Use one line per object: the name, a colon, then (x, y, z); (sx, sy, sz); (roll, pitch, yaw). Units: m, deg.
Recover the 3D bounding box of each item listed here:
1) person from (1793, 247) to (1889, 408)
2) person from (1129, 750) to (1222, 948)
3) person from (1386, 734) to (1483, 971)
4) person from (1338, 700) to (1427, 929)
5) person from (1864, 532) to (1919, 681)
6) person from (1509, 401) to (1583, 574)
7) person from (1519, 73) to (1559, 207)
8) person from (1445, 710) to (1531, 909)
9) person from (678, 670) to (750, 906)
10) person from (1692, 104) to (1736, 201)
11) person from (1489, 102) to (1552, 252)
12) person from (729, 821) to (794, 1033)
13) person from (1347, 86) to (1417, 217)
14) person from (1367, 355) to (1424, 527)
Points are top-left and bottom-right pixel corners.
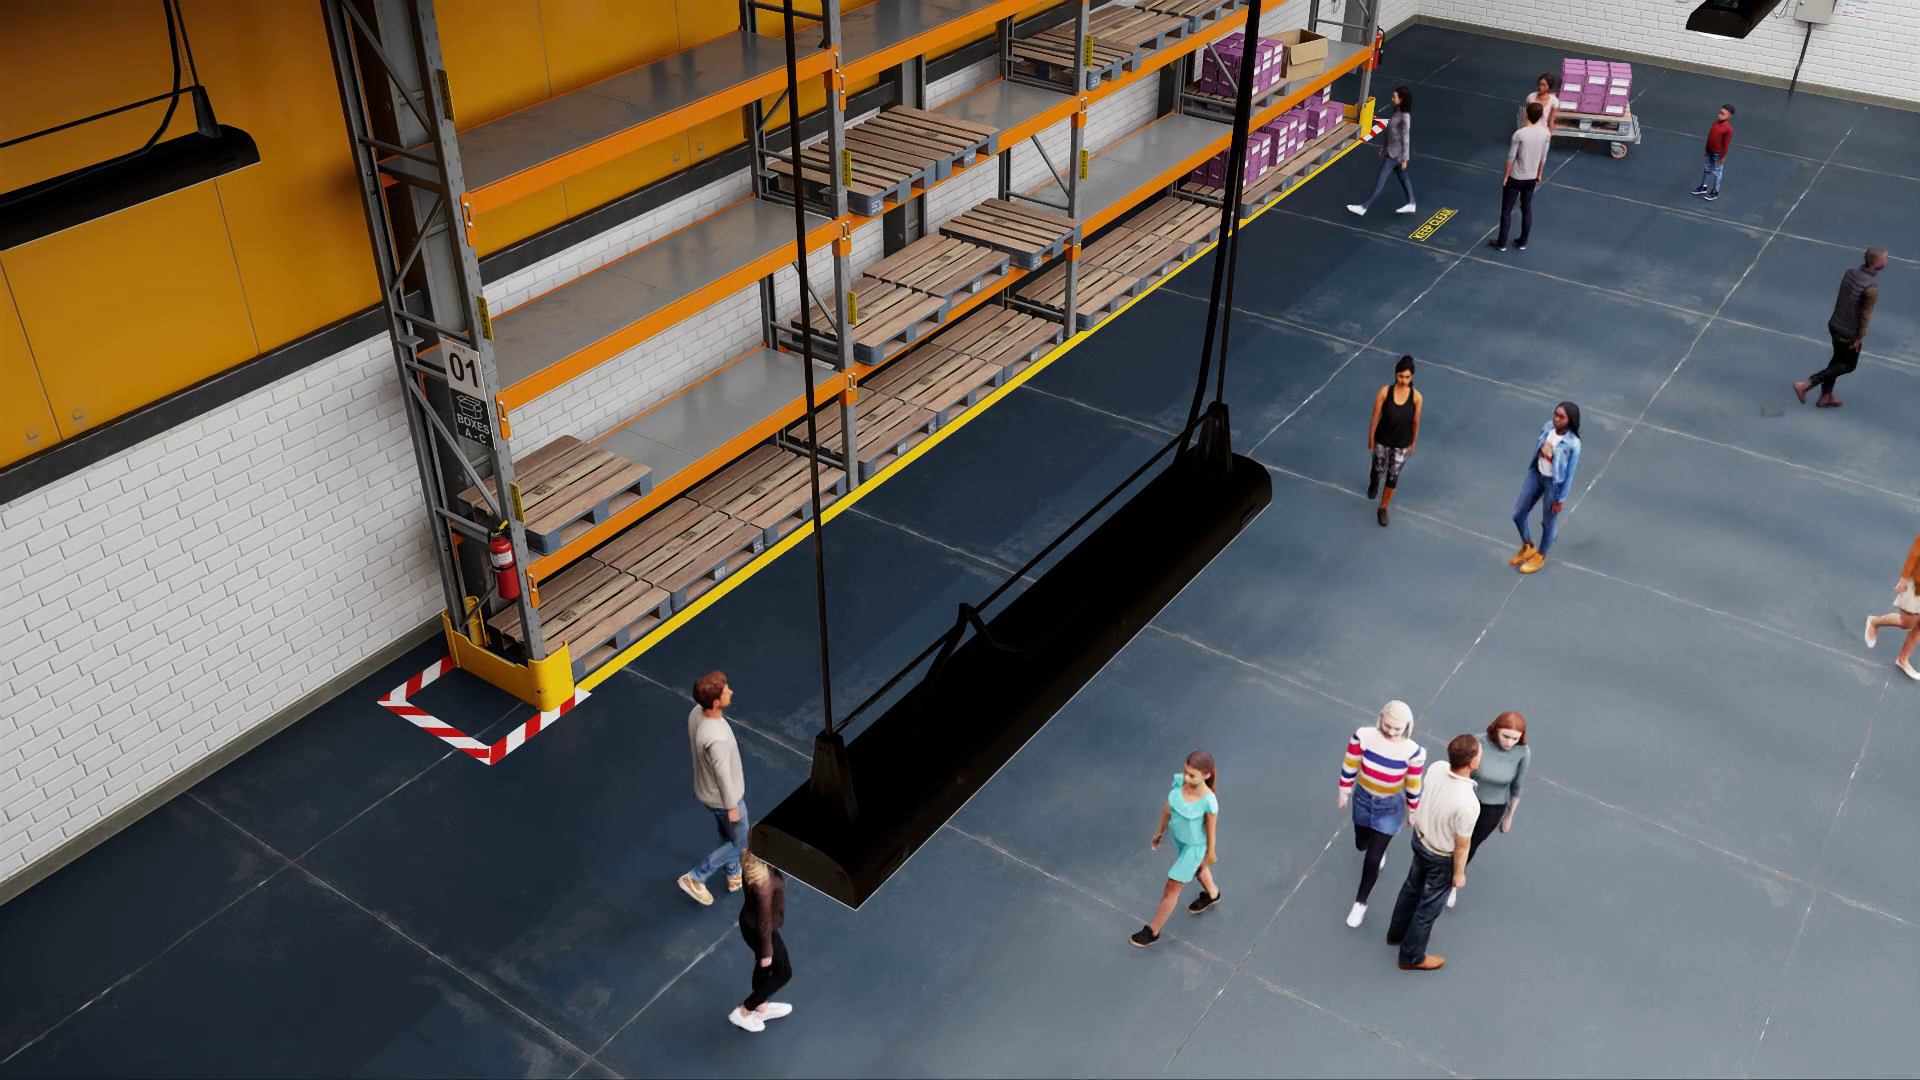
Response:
person: (8.950, -2.132, 16.927); (1.057, 1.820, 1.015); (-2, 34, -3)
person: (1.576, 1.974, 11.024); (1.119, 1.516, 0.859); (-17, 37, -24)
person: (3.048, 1.996, 10.692); (0.807, 1.847, 0.752); (-6, 34, -9)
person: (2.823, 1.724, 11.155); (0.753, 1.787, 1.054); (16, 37, 22)
person: (7.735, 0.296, 13.377); (0.873, 1.707, 0.932); (-6, 34, -9)
person: (5.207, -0.470, 14.532); (0.743, 1.704, 0.728); (-16, 37, -23)
person: (7.491, -5.219, 21.641); (0.586, 1.742, 0.624); (19, 38, 26)
person: (3.508, 1.744, 11.186); (0.717, 1.721, 0.747); (12, 36, 18)
person: (-1.671, 1.694, 11.103); (1.020, 1.895, 0.920); (-12, 36, -18)
person: (10.008, -5.143, 21.971); (0.623, 1.252, 0.578); (-10, 35, -15)
person: (6.908, -4.464, 20.419); (0.707, 1.839, 0.758); (-5, 34, -7)
person: (-1.294, 2.402, 10.226); (0.841, 1.688, 0.781); (-11, 35, -15)
person: (5.664, -4.924, 21.254); (1.150, 1.680, 1.190); (-1, 34, -1)
person: (3.988, -0.957, 15.312); (0.779, 1.651, 0.898); (5, 34, 7)
